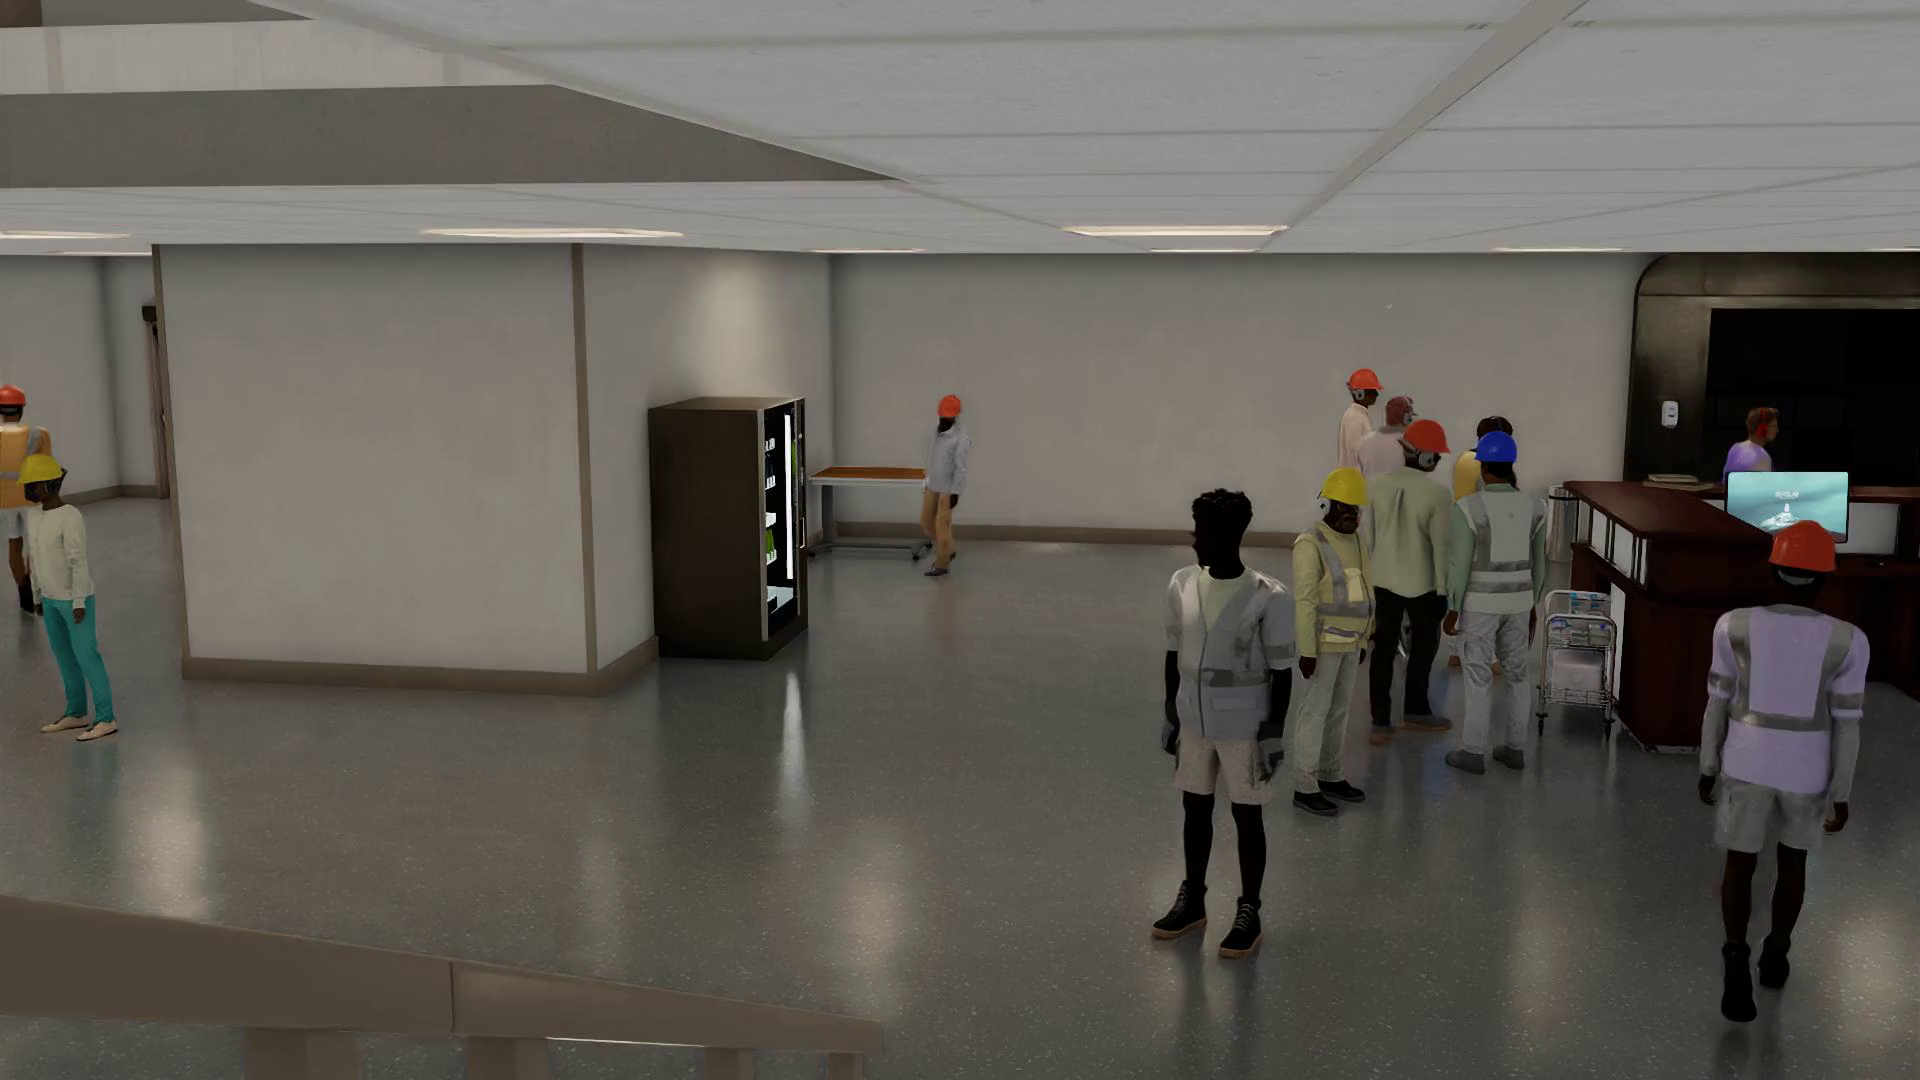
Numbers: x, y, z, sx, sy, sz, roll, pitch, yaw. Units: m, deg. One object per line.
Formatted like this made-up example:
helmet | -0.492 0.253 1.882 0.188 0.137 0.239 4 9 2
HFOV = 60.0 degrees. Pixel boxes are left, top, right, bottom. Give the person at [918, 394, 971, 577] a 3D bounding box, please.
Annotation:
person | -0.141 -0.505 15.471 0.405 1.716 0.589 -7 12 -38

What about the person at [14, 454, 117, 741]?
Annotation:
person | -5.466 0.348 10.096 0.540 1.755 0.378 6 11 31

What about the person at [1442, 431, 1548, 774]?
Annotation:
person | 3.019 0.354 9.441 0.608 1.946 0.406 -2 10 -15

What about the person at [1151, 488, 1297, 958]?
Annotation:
person | 1.097 0.751 6.944 0.609 1.963 0.369 8 12 41

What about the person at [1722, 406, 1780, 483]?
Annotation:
person | 5.916 -0.097 12.567 0.469 1.834 0.587 1 9 3

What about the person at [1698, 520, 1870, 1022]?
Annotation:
person | 3.116 0.877 6.344 0.551 1.910 0.845 5 10 29

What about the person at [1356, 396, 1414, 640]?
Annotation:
person | 3.405 -0.173 12.873 0.708 1.882 0.673 -8 12 -40

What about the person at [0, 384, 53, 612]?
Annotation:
person | -7.834 -0.331 13.824 0.546 1.910 0.781 -3 10 -17

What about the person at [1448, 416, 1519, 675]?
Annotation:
person | 3.706 0.040 11.745 0.430 1.838 0.624 -3 10 -17

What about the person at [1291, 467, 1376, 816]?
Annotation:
person | 1.978 0.522 8.776 0.404 1.827 0.600 8 12 42

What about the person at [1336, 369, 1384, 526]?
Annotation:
person | 3.492 -0.498 14.584 0.402 1.984 0.613 3 10 17

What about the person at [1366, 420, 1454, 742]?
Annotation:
person | 2.704 0.247 10.072 0.680 1.956 0.687 9 13 44
